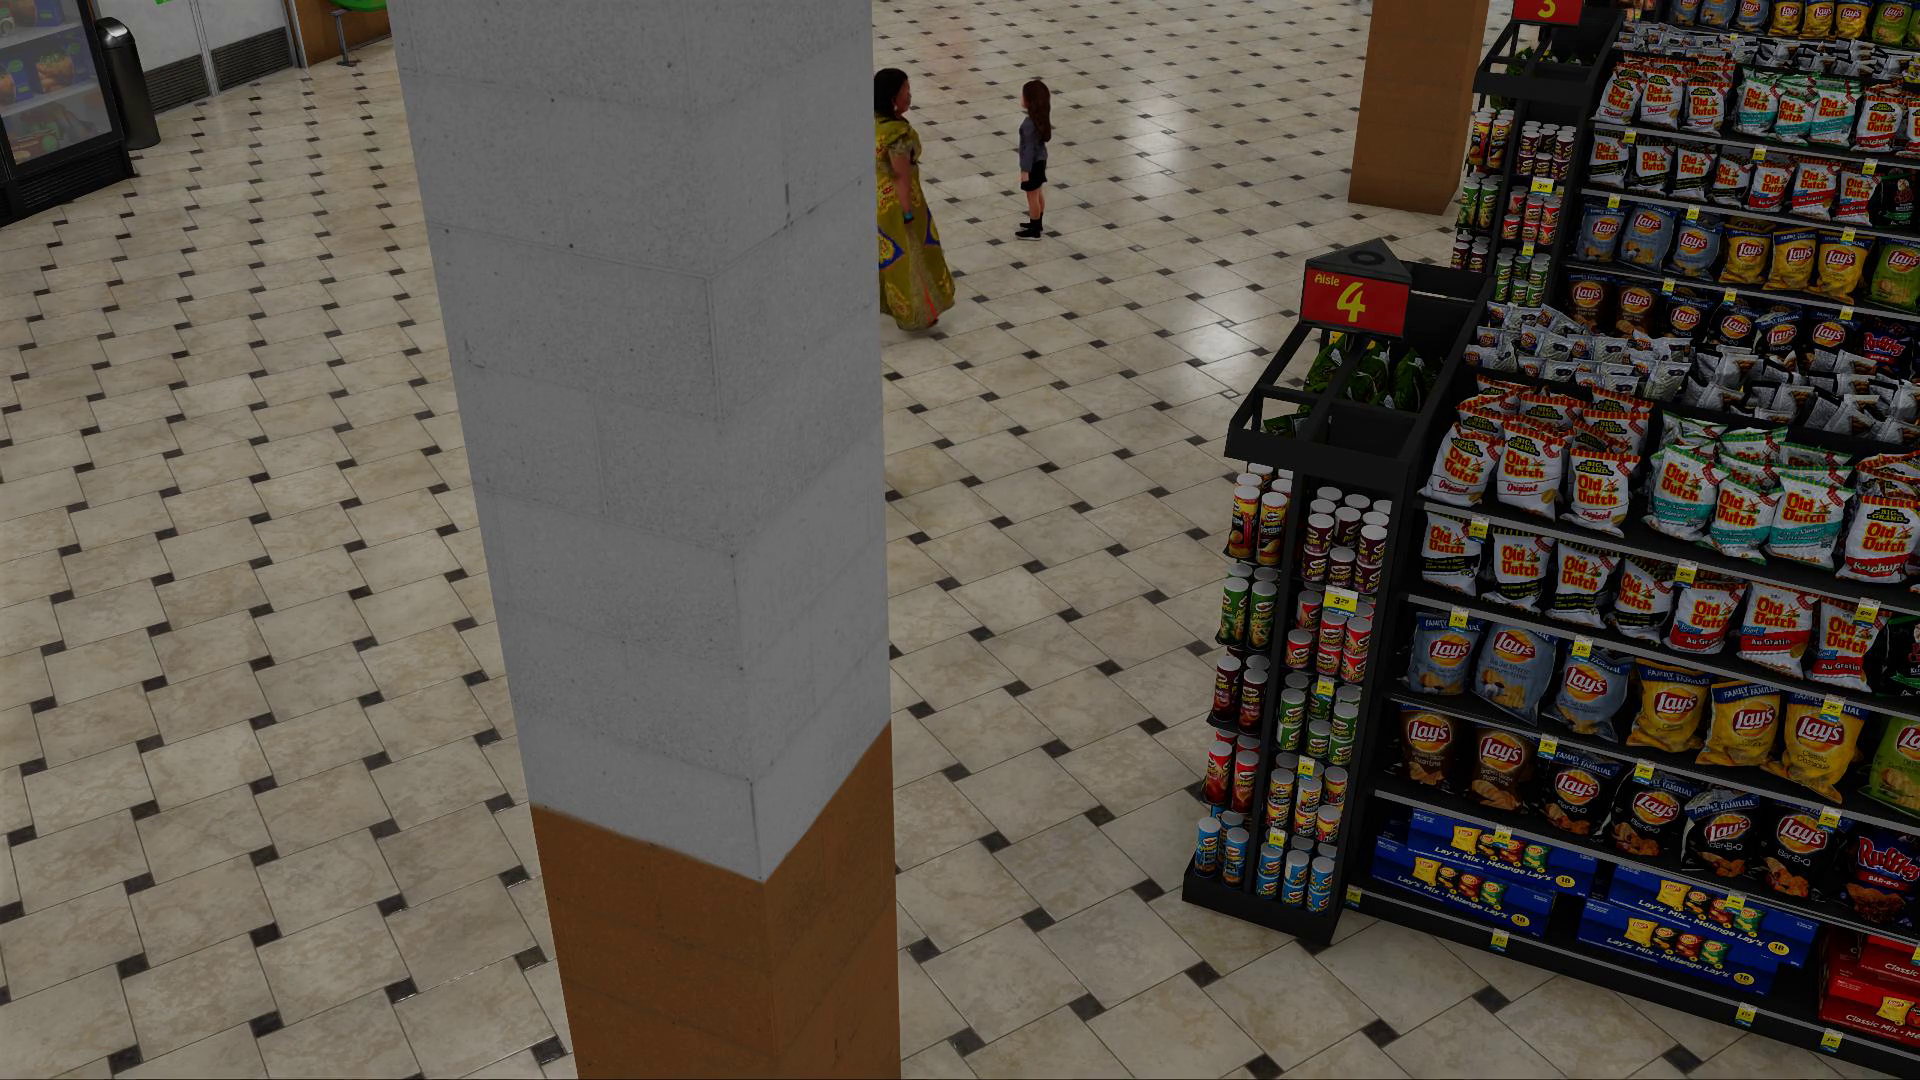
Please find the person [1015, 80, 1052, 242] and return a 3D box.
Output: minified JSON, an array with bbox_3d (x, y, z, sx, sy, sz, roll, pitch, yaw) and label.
[{"bbox_3d":[0.510,-2.622,11.462,0.475,1.105,0.490,9,33,15],"label":"person"}]
